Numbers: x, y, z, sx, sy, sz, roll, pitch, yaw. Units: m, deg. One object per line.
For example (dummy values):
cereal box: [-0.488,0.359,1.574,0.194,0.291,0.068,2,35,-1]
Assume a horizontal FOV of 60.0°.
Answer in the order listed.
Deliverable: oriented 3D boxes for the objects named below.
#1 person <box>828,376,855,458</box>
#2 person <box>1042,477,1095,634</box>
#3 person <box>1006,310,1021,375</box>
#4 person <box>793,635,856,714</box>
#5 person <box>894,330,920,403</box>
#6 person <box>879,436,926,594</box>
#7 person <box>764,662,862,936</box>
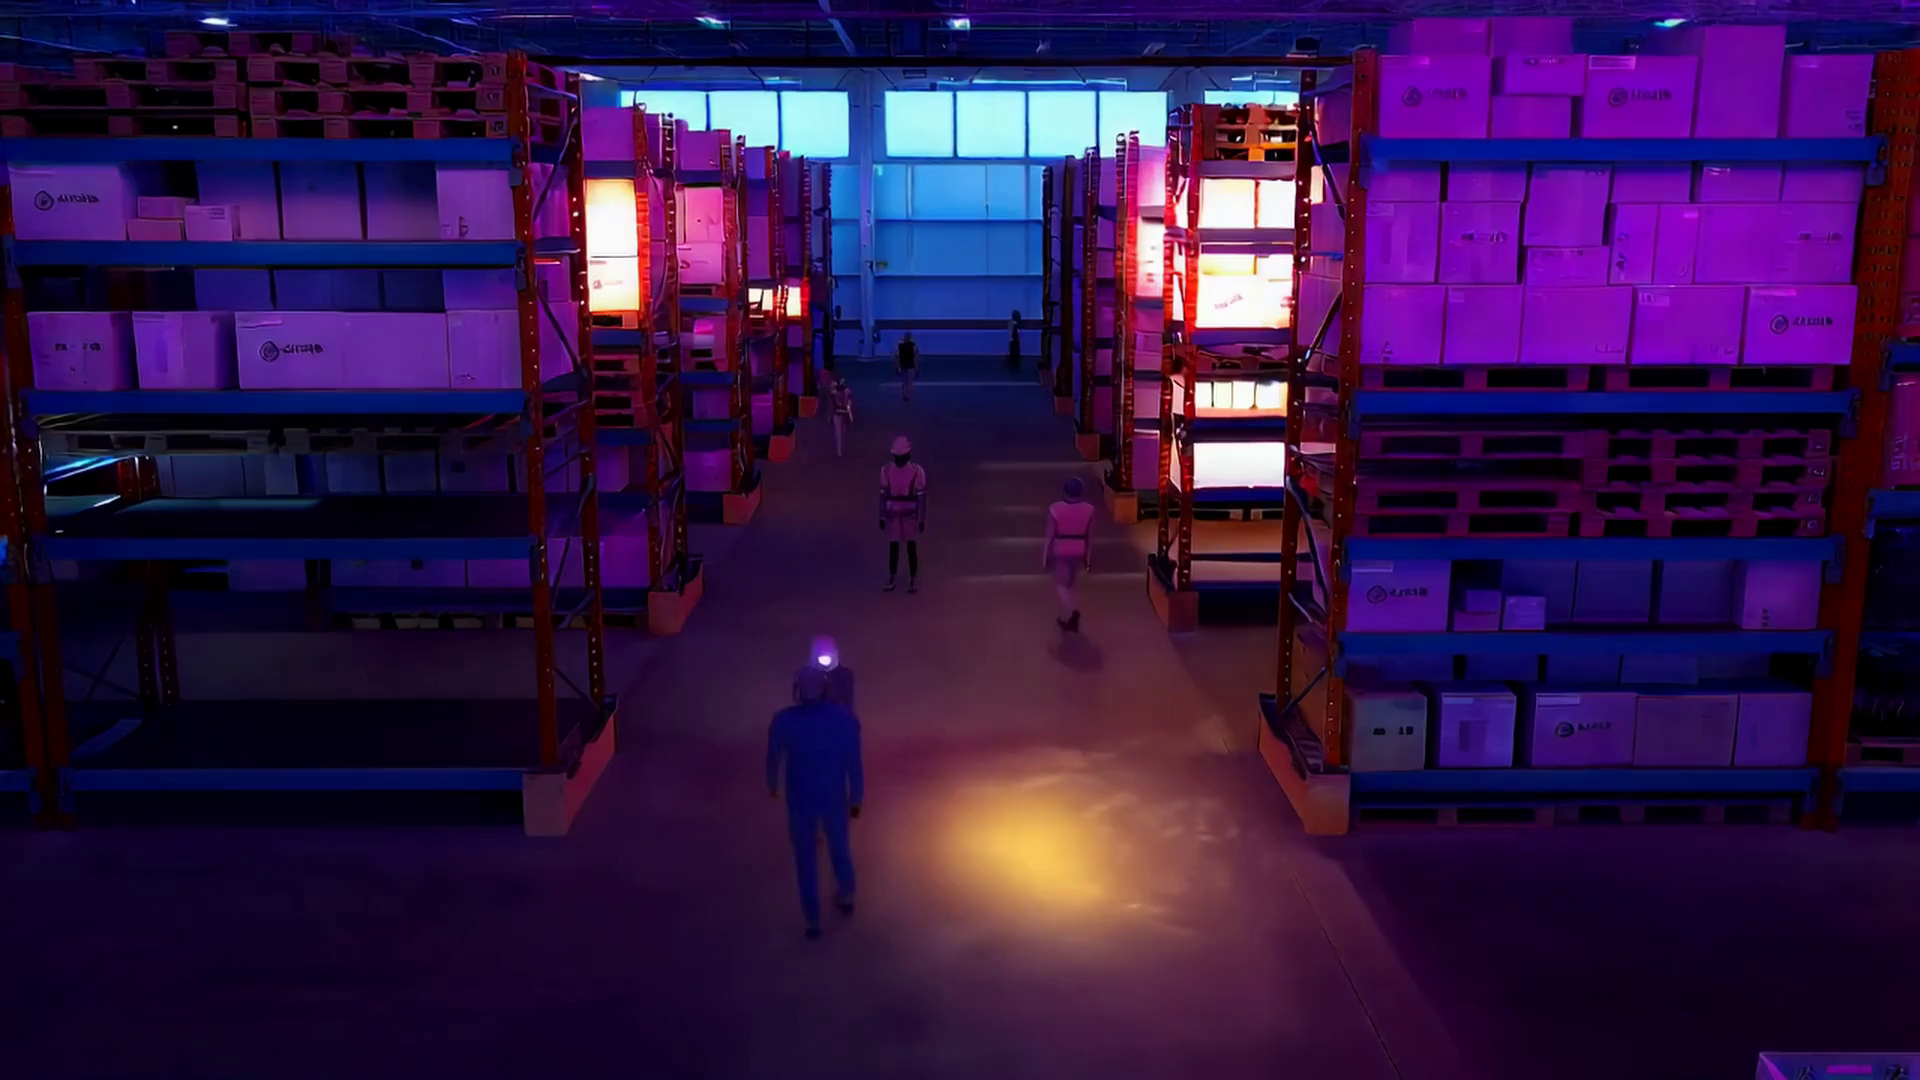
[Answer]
person: [-2.369,-2.461,33.021,0.524,1.620,0.550,-3,12,-17]
person: [1.294,0.182,19.486,0.607,1.805,0.802,-2,12,-9]
person: [1.657,-5.801,48.901,0.608,1.897,0.612,-2,12,-12]
person: [-1.090,1.524,13.324,0.508,1.605,0.747,-1,11,-7]
person: [-1.320,-4.399,42.133,0.647,1.819,0.622,1,11,4]
person: [-0.750,-0.321,21.375,0.614,2.040,0.384,3,12,15]
person: [-1.012,1.760,11.467,0.665,1.878,0.632,-2,12,-8]
